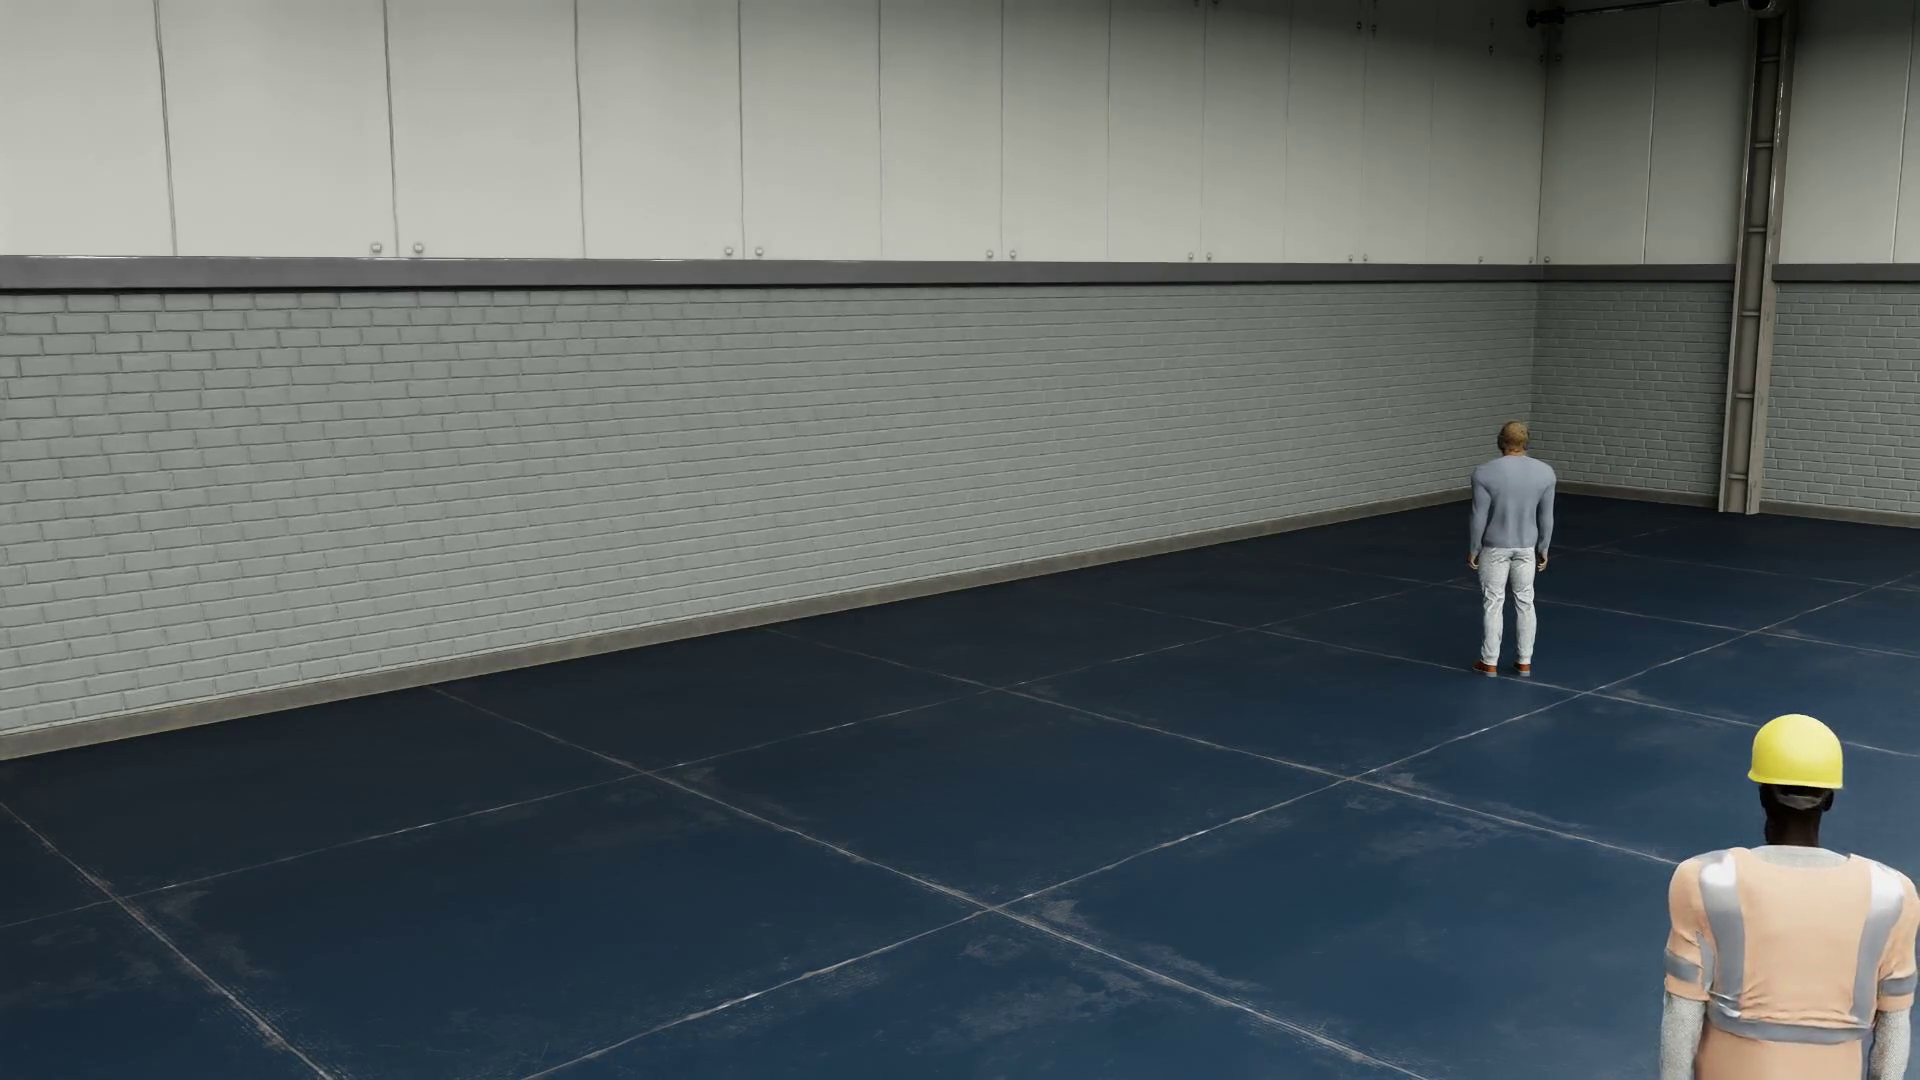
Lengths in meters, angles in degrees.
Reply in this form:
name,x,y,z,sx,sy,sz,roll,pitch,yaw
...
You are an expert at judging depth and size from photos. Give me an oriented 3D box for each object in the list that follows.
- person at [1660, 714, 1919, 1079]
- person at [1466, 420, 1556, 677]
name,x,y,z,sx,sy,sz,roll,pitch,yaw
person,2.091,1.394,4.278,0.594,1.922,0.382,2,9,10
person,4.114,0.067,12.471,0.638,1.937,0.357,0,9,-1
